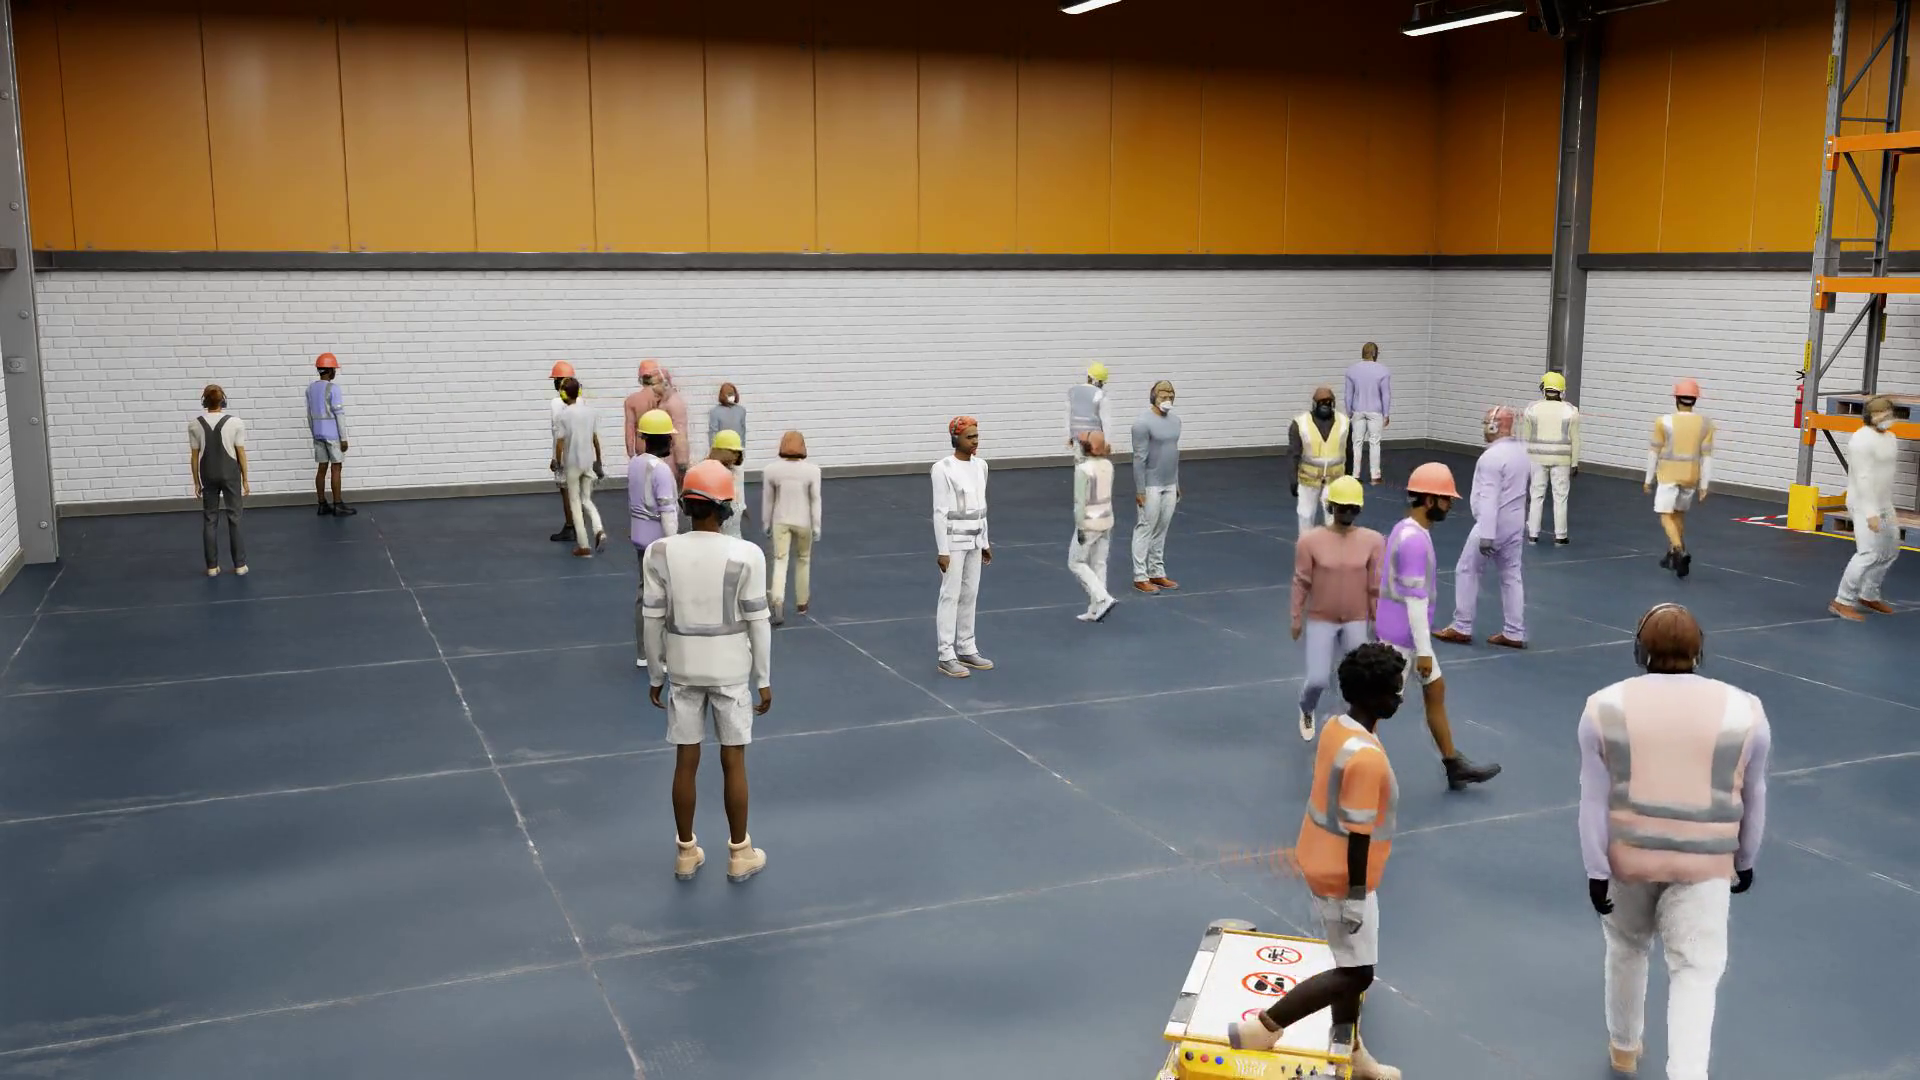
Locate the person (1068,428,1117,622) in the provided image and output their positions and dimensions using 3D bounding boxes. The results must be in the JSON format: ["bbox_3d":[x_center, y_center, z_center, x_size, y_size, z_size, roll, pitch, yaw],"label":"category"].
[{"bbox_3d":[1.121,-0.104,13.712,0.415,1.630,0.521,8,12,40],"label":"person"}]

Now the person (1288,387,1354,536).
[{"bbox_3d":[3.479,-0.561,15.978,0.657,1.794,0.956,0,9,2],"label":"person"}]

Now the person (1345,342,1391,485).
[{"bbox_3d":[5.519,-1.708,22.516,0.627,1.934,0.370,5,11,30],"label":"person"}]

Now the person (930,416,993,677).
[{"bbox_3d":[0.024,0.042,12.079,0.355,1.880,0.576,7,12,37],"label":"person"}]

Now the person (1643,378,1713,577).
[{"bbox_3d":[6.887,-0.594,15.881,0.546,1.901,0.902,0,9,2],"label":"person"}]

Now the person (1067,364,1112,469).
[{"bbox_3d":[1.571,-1.241,20.186,0.627,1.792,0.406,6,11,34],"label":"person"}]

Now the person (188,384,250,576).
[{"bbox_3d":[-7.069,-0.565,15.900,0.501,1.839,0.341,-2,10,-10],"label":"person"}]

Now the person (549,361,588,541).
[{"bbox_3d":[-4.244,-0.952,17.924,0.356,1.937,0.552,3,10,20],"label":"person"}]

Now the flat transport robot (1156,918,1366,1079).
[{"bbox_3d":[1.168,1.801,6.280,0.652,0.197,1.431,3,10,17],"label":"flat transport robot"}]

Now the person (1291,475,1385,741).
[{"bbox_3d":[2.238,0.465,9.913,0.537,1.753,0.535,0,9,0],"label":"person"}]

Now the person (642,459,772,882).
[{"bbox_3d":[-1.202,0.630,8.016,0.616,2.041,0.379,1,9,8],"label":"person"}]

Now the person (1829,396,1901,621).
[{"bbox_3d":[7.578,-0.254,13.849,0.751,1.907,0.416,-8,12,-39],"label":"person"}]

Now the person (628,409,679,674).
[{"bbox_3d":[-2.203,0.012,12.112,0.367,1.927,0.587,-7,12,-36],"label":"person"}]

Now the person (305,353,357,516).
[{"bbox_3d":[-7.460,-1.246,19.711,0.552,1.935,0.361,5,11,27],"label":"person"}]

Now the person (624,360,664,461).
[{"bbox_3d":[-3.347,-0.994,18.214,0.621,1.941,1.070,-2,10,-11],"label":"person"}]

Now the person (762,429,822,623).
[{"bbox_3d":[-1.413,-0.123,13.919,0.505,1.604,0.776,0,9,1],"label":"person"}]

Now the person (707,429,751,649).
[{"bbox_3d":[-1.898,-0.015,12.904,0.689,1.717,0.482,8,12,39],"label":"person"}]

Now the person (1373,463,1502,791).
[{"bbox_3d":[2.548,0.512,9.243,0.985,1.876,0.559,2,10,13],"label":"person"}]

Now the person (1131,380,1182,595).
[{"bbox_3d":[1.795,-0.486,15.105,0.372,1.936,0.629,9,13,43],"label":"person"}]

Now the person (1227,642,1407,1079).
[{"bbox_3d":[1.279,1.173,5.870,0.605,1.673,0.541,0,9,0],"label":"person"}]

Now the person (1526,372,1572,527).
[{"bbox_3d":[6.655,-1.019,18.855,0.525,1.765,0.329,2,10,11],"label":"person"}]

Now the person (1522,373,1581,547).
[{"bbox_3d":[6.248,-0.844,17.582,0.588,1.835,0.403,5,11,28],"label":"person"}]

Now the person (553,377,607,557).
[{"bbox_3d":[-3.847,-0.725,16.818,0.444,1.847,0.547,9,13,43],"label":"person"}]

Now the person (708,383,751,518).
[{"bbox_3d":[-2.774,-1.081,19.739,0.513,1.595,0.843,-6,11,-33],"label":"person"}]

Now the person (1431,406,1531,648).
[{"bbox_3d":[4.076,-0.106,12.969,0.800,1.877,0.666,9,13,44],"label":"person"}]

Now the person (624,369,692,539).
[{"bbox_3d":[-3.179,-0.902,17.857,0.965,1.847,0.674,-2,10,-12],"label":"person"}]

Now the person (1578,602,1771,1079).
[{"bbox_3d":[2.446,1.124,5.763,0.614,1.806,0.902,4,10,23],"label":"person"}]
